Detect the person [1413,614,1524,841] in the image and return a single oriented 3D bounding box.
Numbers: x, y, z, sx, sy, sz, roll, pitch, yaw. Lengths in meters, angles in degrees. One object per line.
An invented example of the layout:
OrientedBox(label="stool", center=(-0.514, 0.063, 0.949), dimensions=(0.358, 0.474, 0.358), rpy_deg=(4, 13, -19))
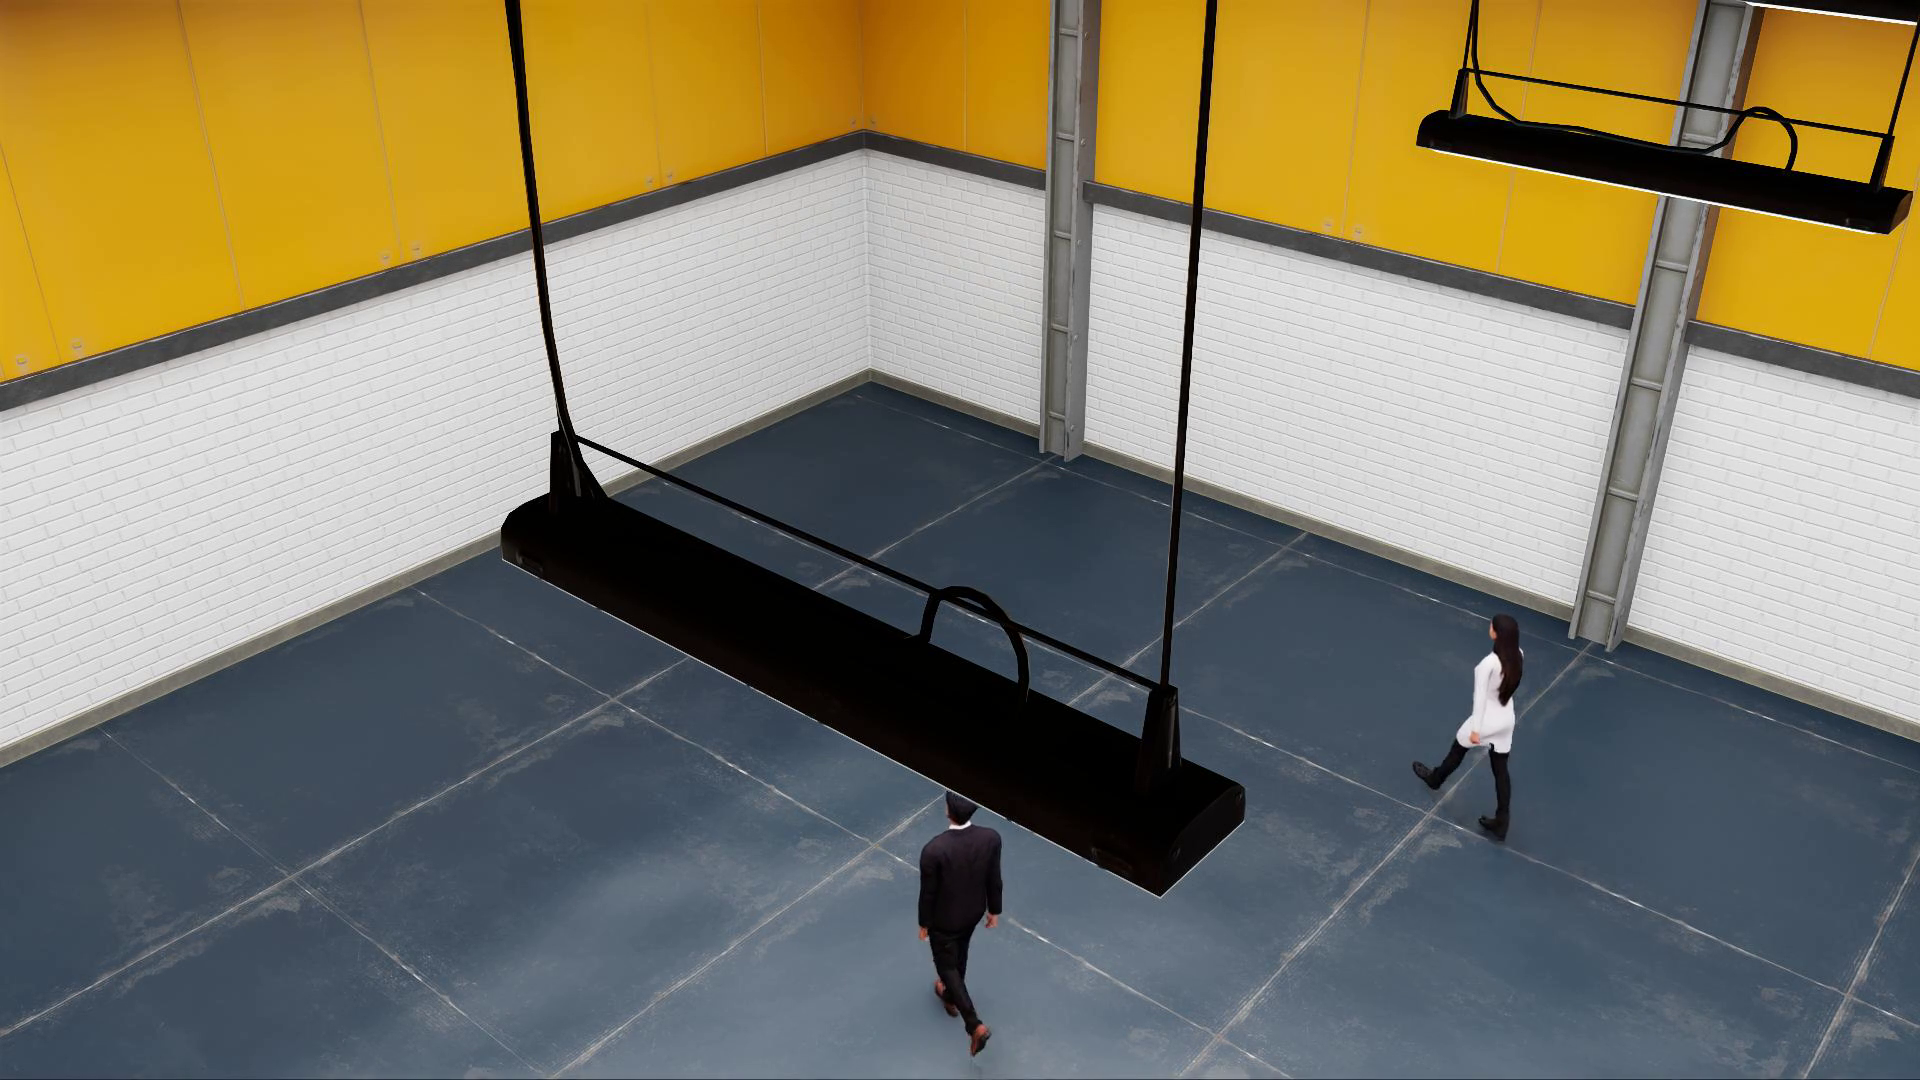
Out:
OrientedBox(label="person", center=(3.934, 1.400, 12.147), dimensions=(0.904, 1.757, 1.219), rpy_deg=(-15, 32, -26))

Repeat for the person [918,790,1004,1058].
OrientedBox(label="person", center=(0.006, 2.354, 10.287), dimensions=(0.965, 1.863, 1.169), rpy_deg=(-13, 31, -22))
